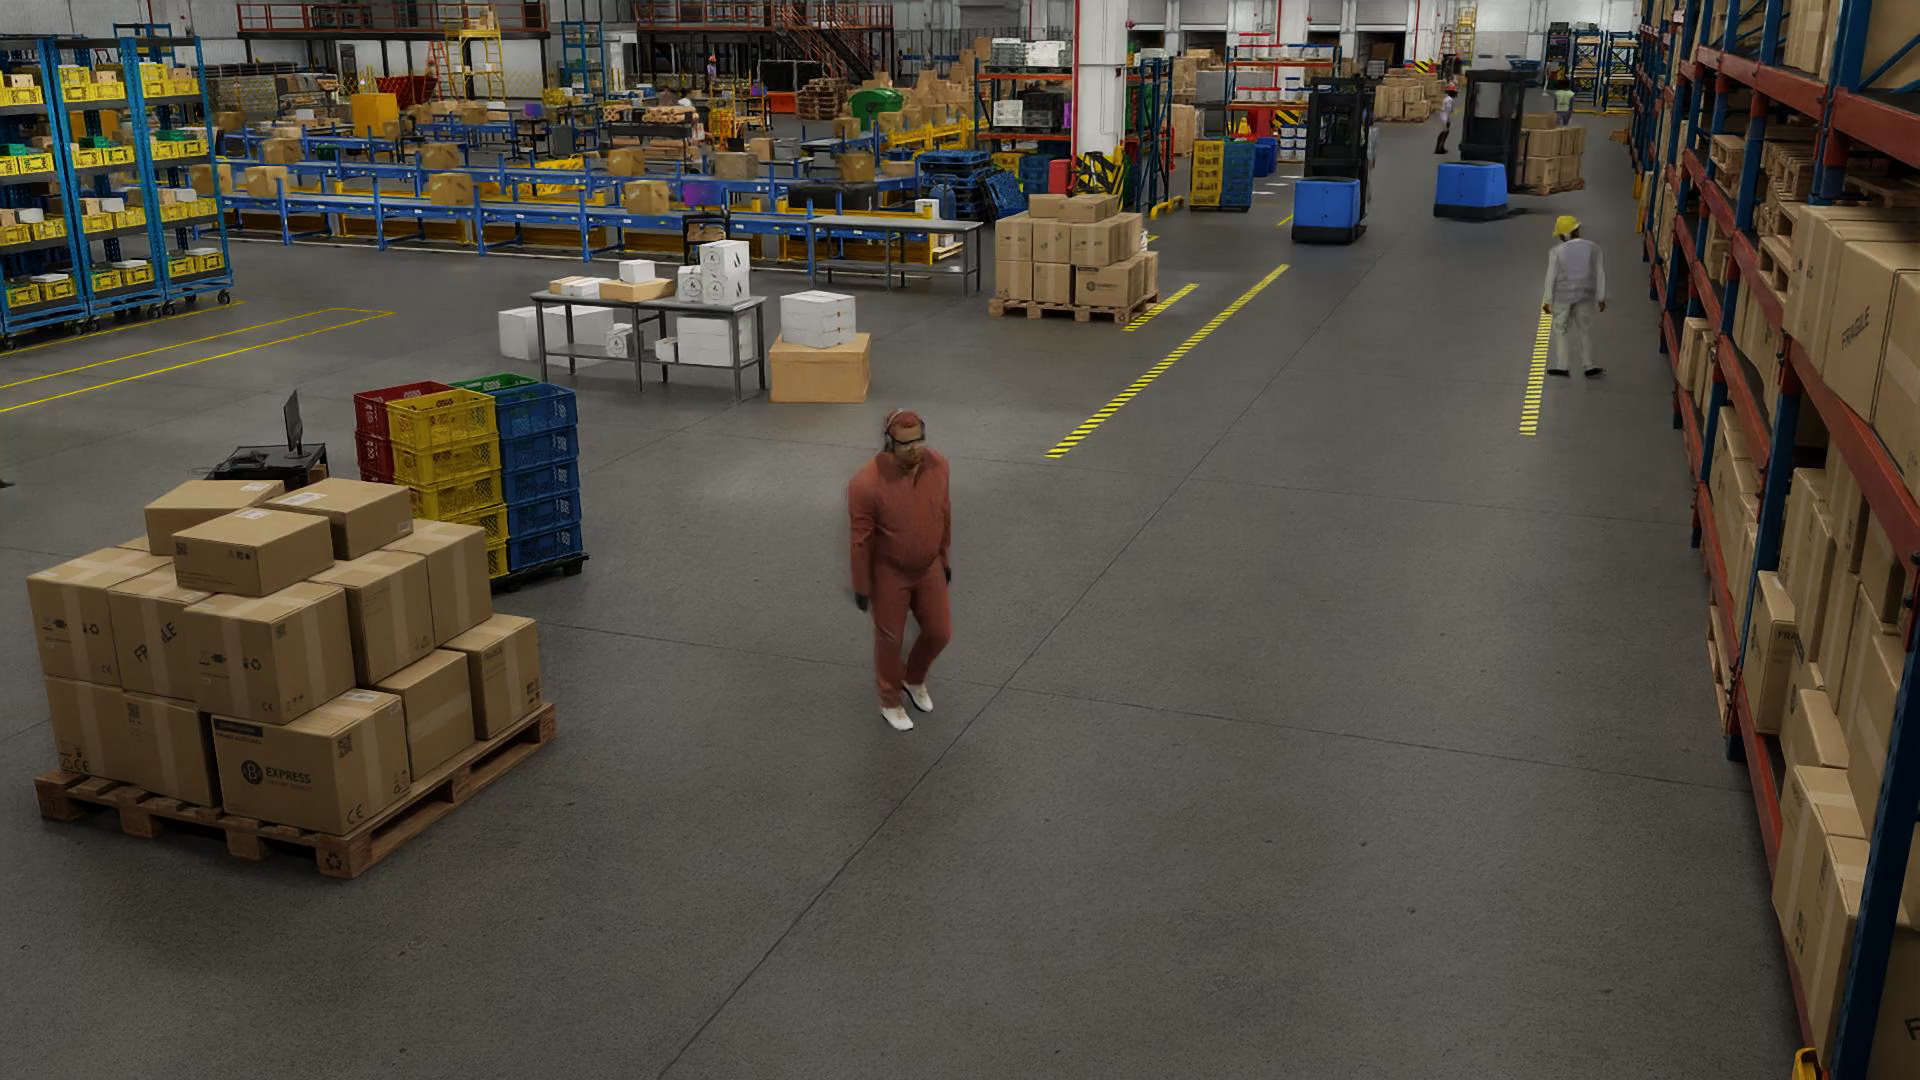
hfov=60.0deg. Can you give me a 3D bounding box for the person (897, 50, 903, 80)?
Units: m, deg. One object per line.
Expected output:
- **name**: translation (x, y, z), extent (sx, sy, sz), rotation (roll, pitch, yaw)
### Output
- **person**: translation (-3.518, -28.097, 98.360), extent (0.316, 1.696, 0.541), rotation (6, 19, 19)

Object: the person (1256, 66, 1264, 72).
- **person**: translation (15.740, -24.653, 87.188), extent (0.613, 1.910, 0.519), rotation (-16, 24, -41)

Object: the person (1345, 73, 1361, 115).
- **person**: translation (14.887, -16.817, 62.937), extent (0.471, 1.687, 0.538), rotation (8, 19, 23)

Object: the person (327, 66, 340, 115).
- **person**: translation (-24.360, -17.485, 64.710), extent (0.340, 1.883, 0.586), rotation (6, 19, 19)

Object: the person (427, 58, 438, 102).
- **person**: translation (-23.400, -20.306, 73.530), extent (0.705, 1.914, 0.549), rotation (0, 18, 0)

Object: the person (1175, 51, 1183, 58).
- **person**: translation (12.147, -26.270, 92.445), extent (0.620, 1.816, 0.890), rotation (-7, 19, -22)

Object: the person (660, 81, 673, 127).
- **person**: translation (-9.551, -14.044, 54.120), extent (0.484, 1.740, 0.535), rotation (-9, 20, -26)

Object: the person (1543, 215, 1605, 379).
- **person**: translation (6.790, -2.669, 18.328), extent (0.716, 1.782, 0.450), rotation (1, 18, 2)

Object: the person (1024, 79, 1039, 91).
- **person**: translation (2.800, -16.989, 62.900), extent (0.876, 2.000, 0.676), rotation (11, 21, 31)

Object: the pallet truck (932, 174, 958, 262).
- **pallet truck**: translation (-0.507, -5.292, 27.348), extent (0.653, 1.274, 1.630), rotation (6, 19, 19)

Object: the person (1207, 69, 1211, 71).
- **person**: translation (9.051, -16.069, 60.257), extent (0.655, 1.883, 0.944), rotation (-8, 19, -24)

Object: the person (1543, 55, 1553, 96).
- **person**: translation (28.287, -22.335, 79.981), extent (0.312, 1.865, 0.537), rotation (6, 19, 19)

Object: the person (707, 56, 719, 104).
- **person**: translation (-10.745, -20.032, 72.460), extent (0.387, 2.039, 0.616), rotation (6, 19, 19)

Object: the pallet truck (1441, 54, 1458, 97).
- **pallet truck**: translation (22.765, -21.886, 78.355), extent (0.823, 1.965, 1.885), rotation (-4, 18, -14)

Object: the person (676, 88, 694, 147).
- **person**: translation (-7.789, -11.791, 46.877), extent (0.402, 1.858, 0.517), rotation (13, 22, 35)

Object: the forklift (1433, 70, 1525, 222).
- **forklift**: translation (10.200, -7.702, 32.356), extent (1.129, 2.768, 1.873), rotation (15, 23, 39)

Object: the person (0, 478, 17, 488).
- **person**: translation (-8.460, -1.221, 13.850), extent (0.741, 1.730, 0.565), rotation (-5, 18, -14)

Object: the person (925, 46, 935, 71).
- **person**: translation (-1.806, -28.615, 99.665), extent (0.561, 1.902, 0.814), rotation (-2, 18, -6)

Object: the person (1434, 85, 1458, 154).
- **person**: translation (13.814, -11.955, 47.304), extent (0.606, 1.897, 0.633), rotation (0, 18, 1)

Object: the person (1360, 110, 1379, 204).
- **person**: translation (8.419, -7.986, 34.775), extent (0.439, 1.936, 0.640), rotation (-13, 22, -36)

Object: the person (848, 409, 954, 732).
- **person**: translation (-0.308, 0.171, 9.248), extent (0.667, 1.878, 0.435), rotation (-11, 21, -31)

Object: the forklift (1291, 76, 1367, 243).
- **forklift**: translation (6.598, -6.755, 29.381), extent (1.129, 2.768, 1.873), rotation (6, 19, 19)

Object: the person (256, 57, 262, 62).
- **person**: translation (-31.345, -20.624, 74.505), extent (0.374, 1.925, 0.595), rotation (6, 19, 19)

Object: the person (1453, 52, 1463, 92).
- **person**: translation (24.661, -23.230, 82.677), extent (0.686, 1.949, 0.584), rotation (-7, 19, -22)

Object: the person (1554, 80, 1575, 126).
- **person**: translation (18.626, -13.244, 51.372), extent (0.591, 1.893, 0.866), rotation (10, 20, 29)
